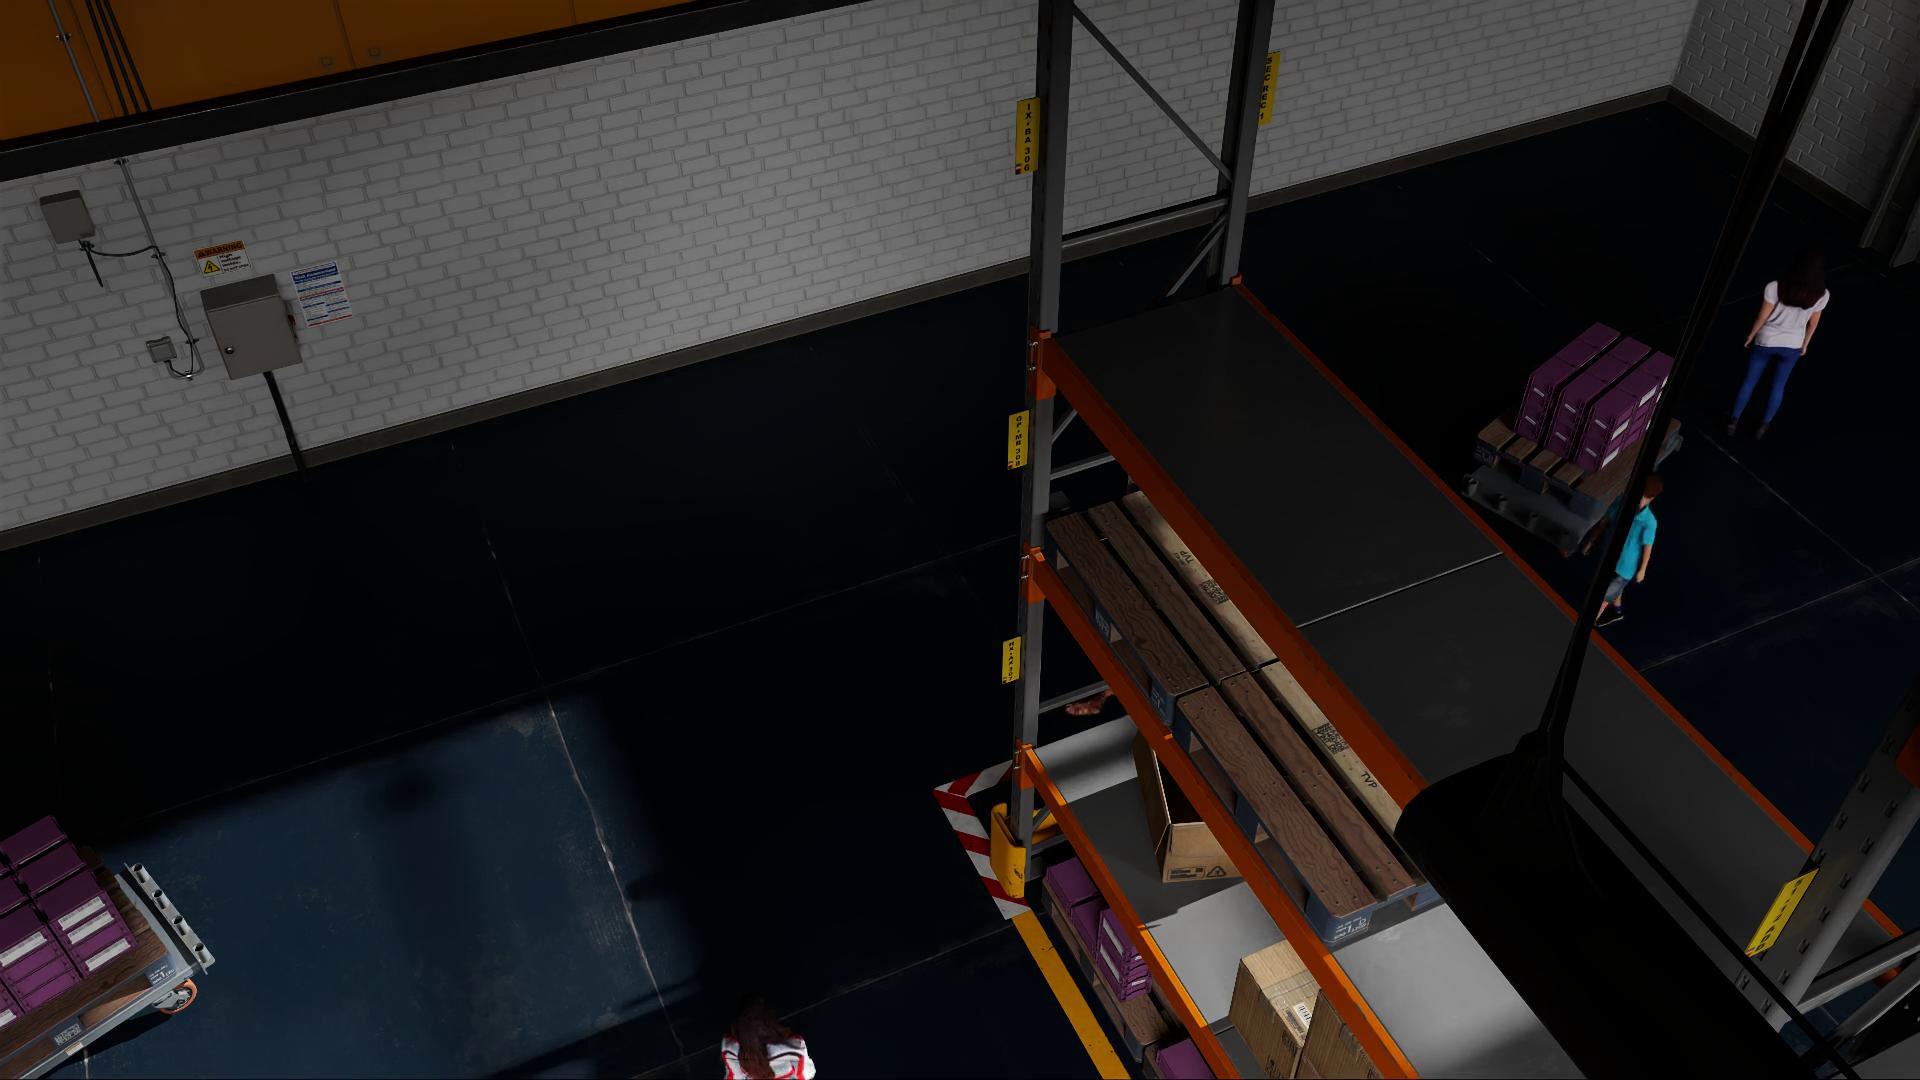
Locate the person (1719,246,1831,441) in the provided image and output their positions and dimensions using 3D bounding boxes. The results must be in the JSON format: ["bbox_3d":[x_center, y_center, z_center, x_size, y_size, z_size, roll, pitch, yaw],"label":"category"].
[{"bbox_3d":[6.142,-1.457,12.513,0.679,1.682,0.730,12,45,13],"label":"person"}]

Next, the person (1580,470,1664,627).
[{"bbox_3d":[4.462,0.091,11.079,0.659,1.420,0.866,-15,46,-15],"label":"person"}]

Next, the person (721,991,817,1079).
[{"bbox_3d":[-0.922,2.768,8.145,0.916,1.591,1.072,5,44,5],"label":"person"}]
